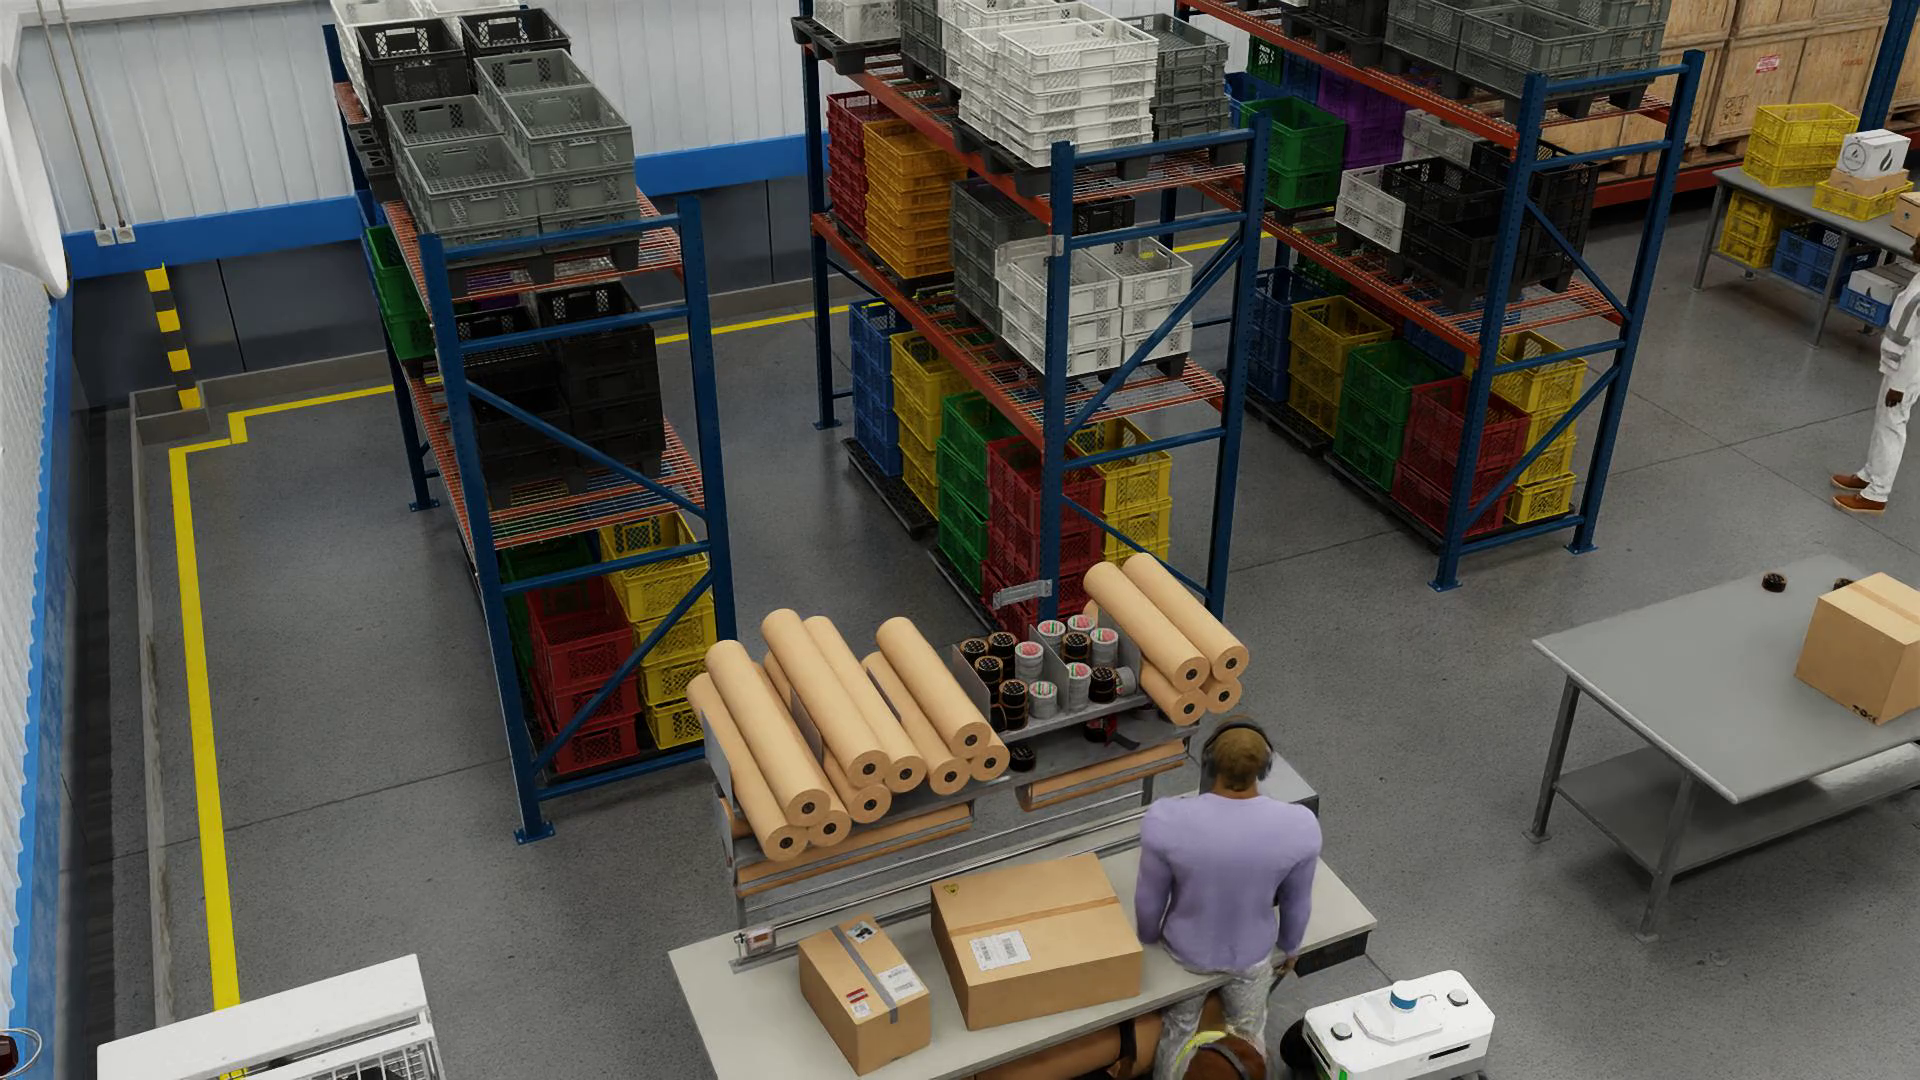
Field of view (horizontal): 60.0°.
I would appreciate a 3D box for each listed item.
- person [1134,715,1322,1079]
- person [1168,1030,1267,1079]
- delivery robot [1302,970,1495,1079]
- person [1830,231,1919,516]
[{"bbox_3d":[0.935,1.451,6.023,0.629,1.930,0.371,1,32,2],"label":"person"},{"bbox_3d":[0.739,2.118,5.061,0.844,1.796,0.658,-11,33,-17],"label":"person"},{"bbox_3d":[1.702,1.920,6.471,0.707,0.478,0.477,-10,33,-16],"label":"delivery robot"},{"bbox_3d":[5.738,-1.045,10.123,0.353,1.879,0.567,14,34,21],"label":"person"}]
